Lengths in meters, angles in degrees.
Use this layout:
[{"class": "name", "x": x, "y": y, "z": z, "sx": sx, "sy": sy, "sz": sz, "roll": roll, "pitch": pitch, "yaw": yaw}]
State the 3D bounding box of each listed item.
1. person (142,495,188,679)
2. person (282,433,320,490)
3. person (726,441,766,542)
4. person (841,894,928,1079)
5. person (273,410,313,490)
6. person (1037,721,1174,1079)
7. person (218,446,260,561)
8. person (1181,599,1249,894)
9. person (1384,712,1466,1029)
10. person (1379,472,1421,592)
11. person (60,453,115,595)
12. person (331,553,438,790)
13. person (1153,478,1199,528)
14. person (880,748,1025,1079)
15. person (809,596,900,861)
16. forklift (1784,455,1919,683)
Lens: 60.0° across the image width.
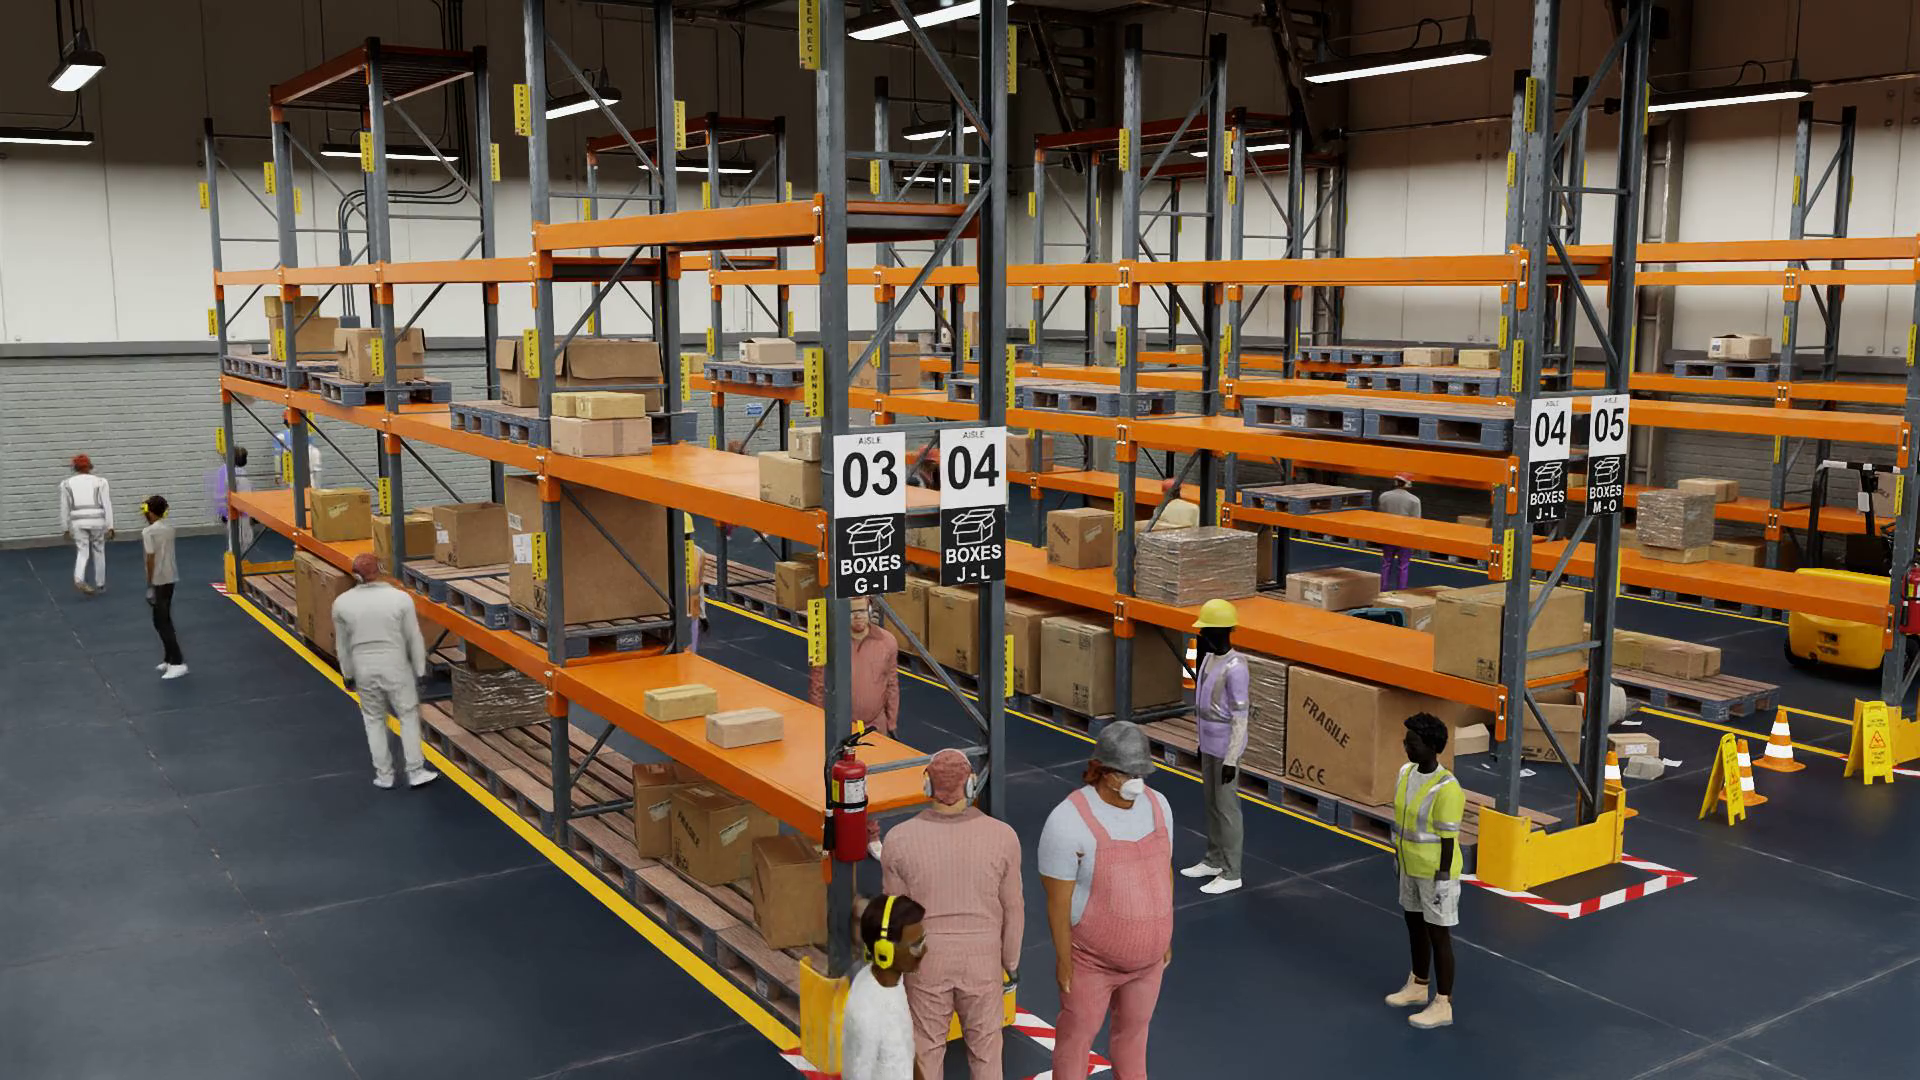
[{"class": "person", "x": -8.107, "y": 0.470, "z": 16.964, "sx": 0.488, "sy": 1.830, "sz": 0.677, "roll": 0, "pitch": 9, "yaw": 2}, {"class": "person", "x": -10.006, "y": -0.833, "z": 25.314, "sx": 0.609, "sy": 1.914, "sz": 0.496, "roll": 1, "pitch": 9, "yaw": 9}, {"class": "person", "x": -3.404, "y": -0.747, "z": 25.860, "sx": 0.864, "sy": 1.583, "sz": 0.543, "roll": 6, "pitch": 10, "yaw": 35}, {"class": "person", "x": -0.257, "y": 2.125, "z": 5.957, "sx": 0.972, "sy": 1.823, "sz": 0.537, "roll": 0, "pitch": 9, "yaw": 2}, {"class": "person", "x": -10.696, "y": -1.104, "z": 26.713, "sx": 0.644, "sy": 2.039, "sz": 0.392, "roll": -5, "pitch": 10, "yaw": -32}, {"class": "person", "x": 0.710, "y": 1.786, "z": 7.473, "sx": 0.684, "sy": 2.000, "sz": 0.536, "roll": -5, "pitch": 10, "yaw": -32}, {"class": "person", "x": -9.710, "y": -0.358, "z": 22.475, "sx": 0.539, "sy": 1.821, "sz": 0.638, "roll": -7, "pitch": 11, "yaw": -41}, {"class": "person", "x": 1.683, "y": 1.334, "z": 10.854, "sx": 0.369, "sy": 1.927, "sz": 0.588, "roll": -2, "pitch": 9, "yaw": -12}, {"class": "person", "x": 2.487, "y": 1.747, "z": 8.895, "sx": 0.321, "sy": 1.689, "sz": 0.530, "roll": -3, "pitch": 9, "yaw": -17}, {"class": "person", "x": 5.443, "y": -0.030, "z": 20.562, "sx": 0.578, "sy": 1.739, "sz": 0.384, "roll": 7, "pitch": 11, "yaw": 41}, {"class": "person", "x": -11.168, "y": -0.184, "z": 21.261, "sx": 0.623, "sy": 1.848, "sz": 0.818, "roll": -3, "pitch": 9, "yaw": -20}, {"class": "person", "x": -4.556, "y": 1.028, "z": 13.096, "sx": 0.694, "sy": 1.880, "sz": 0.418, "roll": -1, "pitch": 9, "yaw": -4}, {"class": "person", "x": 2.549, "y": 0.138, "z": 19.556, "sx": 0.622, "sy": 1.704, "sz": 0.600, "roll": 2, "pitch": 9, "yaw": 16}, {"class": "person", "x": -0.034, "y": 1.863, "z": 7.428, "sx": 0.638, "sy": 1.902, "sz": 0.407, "roll": 0, "pitch": 9, "yaw": -3}, {"class": "person", "x": -0.707, "y": 1.270, "z": 11.350, "sx": 0.643, "sy": 1.910, "sz": 0.400, "roll": -3, "pitch": 9, "yaw": -19}, {"class": "forklift", "x": 9.643, "y": 0.253, "z": 17.172, "sx": 2.313, "sy": 2.155, "sz": 1.214, "roll": -6, "pitch": 10, "yaw": -33}]
